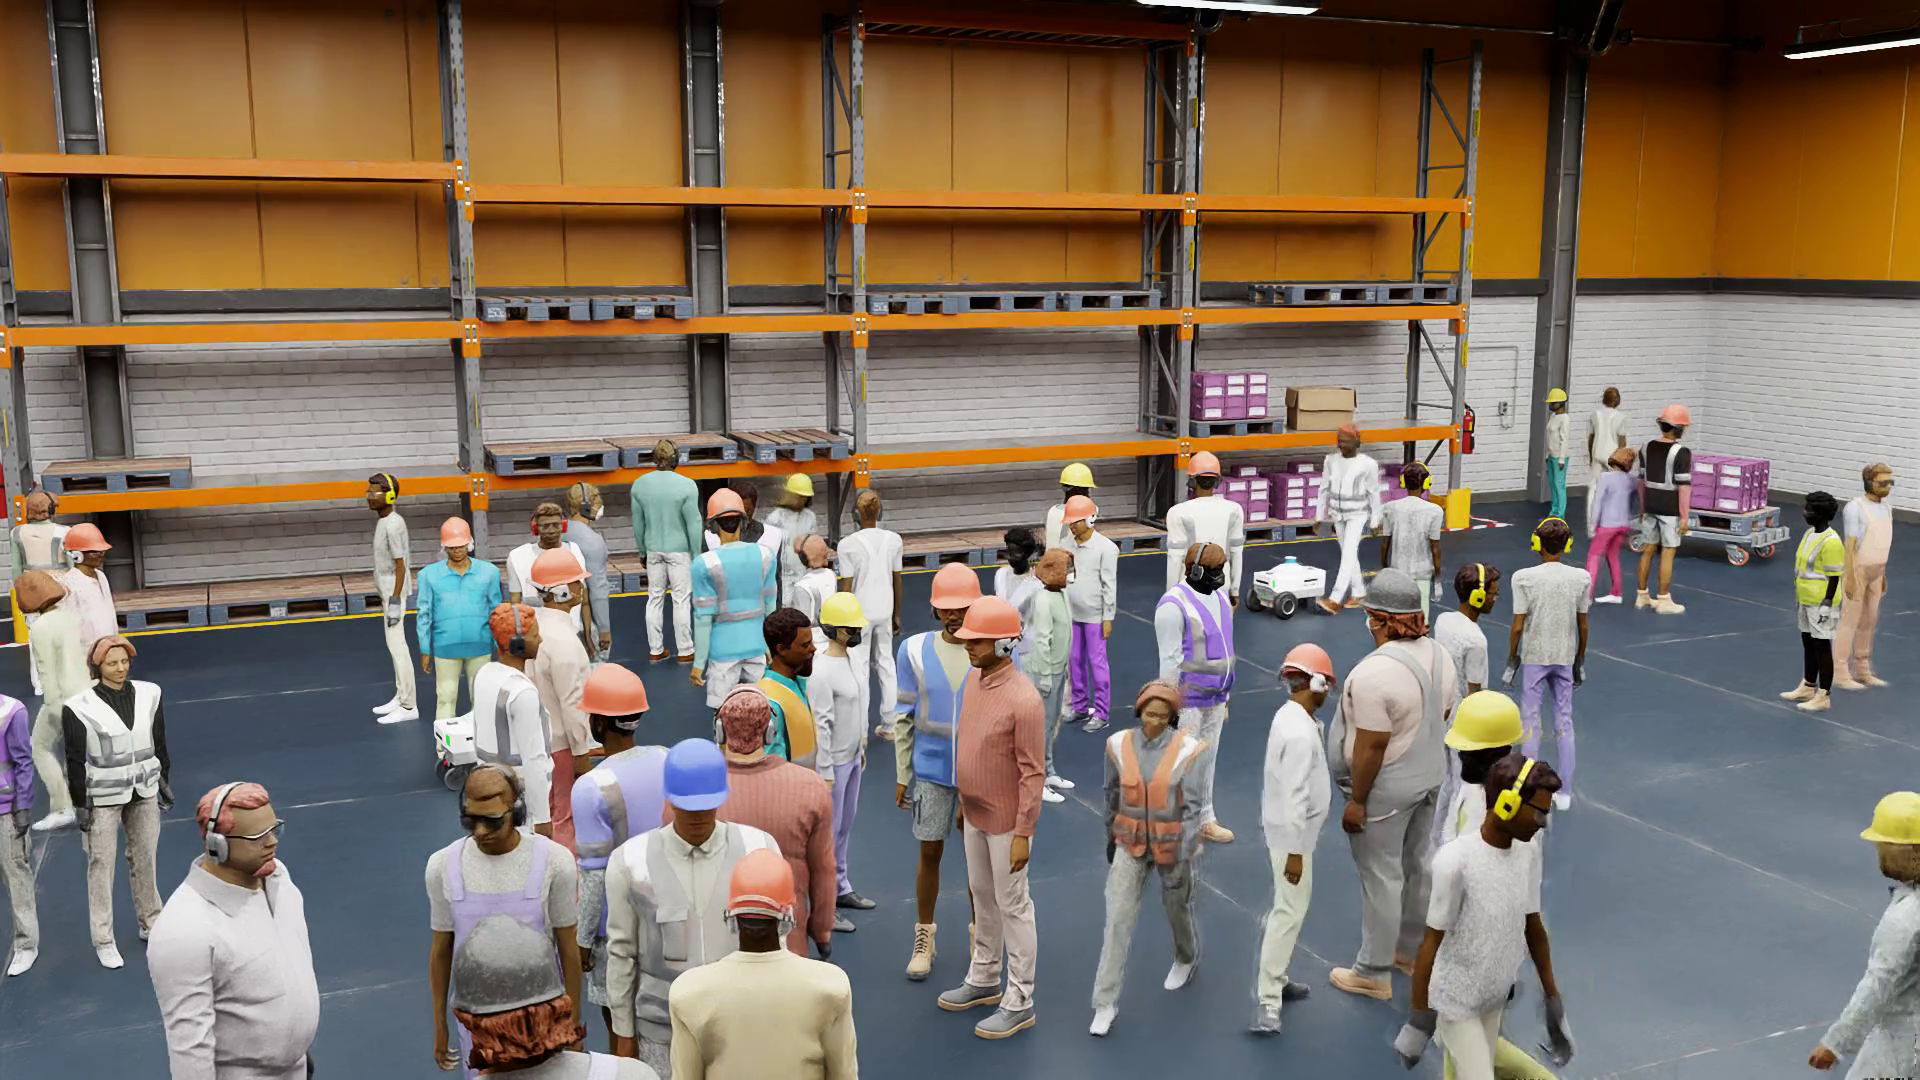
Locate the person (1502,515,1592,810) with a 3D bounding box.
[{"bbox_3d":[3.668,0.776,10.434,0.521,1.873,0.334,0,10,1],"label":"person"}]

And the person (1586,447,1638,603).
[{"bbox_3d":[6.429,-0.126,16.446,0.572,1.588,0.307,-4,11,-20],"label":"person"}]

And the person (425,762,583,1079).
[{"bbox_3d":[-1.537,1.628,5.643,0.516,1.835,0.361,0,10,-2],"label":"person"}]

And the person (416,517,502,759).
[{"bbox_3d":[-3.339,0.708,11.162,0.572,1.749,0.340,-4,11,-23],"label":"person"}]

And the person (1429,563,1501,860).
[{"bbox_3d":[2.721,1.033,9.017,0.340,1.855,0.525,-2,10,-9],"label":"person"}]

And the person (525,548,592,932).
[{"bbox_3d":[-2.050,1.028,8.618,0.376,1.997,0.612,-6,11,-30],"label":"person"}]

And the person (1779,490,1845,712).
[{"bbox_3d":[6.549,0.464,12.722,0.320,1.698,0.537,1,10,7],"label":"person"}]

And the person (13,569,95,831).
[{"bbox_3d":[-5.452,0.965,10.104,0.566,1.597,0.529,0,10,0],"label":"person"}]

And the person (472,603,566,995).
[{"bbox_3d":[-2.078,1.222,7.821,0.340,1.882,0.586,-8,13,-38],"label":"person"}]

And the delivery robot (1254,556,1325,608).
[{"bbox_3d":[3.193,0.402,16.106,0.707,0.478,0.477,-6,11,-31],"label":"delivery robot"}]

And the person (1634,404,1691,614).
[{"bbox_3d":[6.846,-0.300,16.143,0.385,2.042,0.610,-4,11,-23],"label":"person"}]

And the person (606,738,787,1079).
[{"bbox_3d":[-0.866,1.589,5.556,0.607,1.940,0.417,-3,10,-15],"label":"person"}]

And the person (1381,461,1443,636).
[{"bbox_3d":[3.588,0.303,13.203,0.509,1.860,0.333,7,12,36],"label":"person"}]

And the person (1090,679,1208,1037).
[{"bbox_3d":[0.898,1.399,7.651,0.506,1.596,0.828,4,11,21],"label":"person"}]

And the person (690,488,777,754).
[{"bbox_3d":[-1.432,0.689,10.457,0.605,2.036,0.393,-8,13,-39],"label":"person"}]

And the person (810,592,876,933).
[{"bbox_3d":[-0.609,1.136,8.662,0.314,1.767,0.534,3,10,17],"label":"person"}]

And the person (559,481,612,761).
[{"bbox_3d":[-2.593,0.557,11.498,0.357,1.938,0.638,-8,13,-39],"label":"person"}]

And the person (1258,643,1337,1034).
[{"bbox_3d":[1.539,1.352,7.605,0.323,1.703,0.763,2,10,13],"label":"person"}]

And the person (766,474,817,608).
[{"bbox_3d":[-1.325,0.314,13.522,0.504,1.707,0.650,-9,14,-43],"label":"person"}]

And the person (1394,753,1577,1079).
[{"bbox_3d":[1.798,1.627,5.640,0.565,1.837,0.527,-9,13,-43],"label":"person"}]

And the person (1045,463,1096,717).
[{"bbox_3d":[0.844,0.374,12.617,0.399,1.918,0.589,-3,10,-19],"label":"person"}]

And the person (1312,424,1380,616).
[{"bbox_3d":[3.705,-0.199,16.119,0.933,1.836,0.581,-8,13,-40],"label":"person"}]

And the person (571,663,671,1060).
[{"bbox_3d":[-1.313,1.430,6.471,0.358,1.938,0.542,6,11,29],"label":"person"}]

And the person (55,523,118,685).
[{"bbox_3d":[-5.661,0.756,10.877,0.327,1.753,0.562,-1,10,-4],"label":"person"}]

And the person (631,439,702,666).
[{"bbox_3d":[-2.464,0.108,14.088,0.630,1.940,0.372,3,10,17],"label":"person"}]

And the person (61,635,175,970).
[{"bbox_3d":[-4.154,1.272,8.237,0.307,1.641,0.514,6,12,32],"label":"person"}]

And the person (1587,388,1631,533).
[{"bbox_3d":[8.162,-1.008,20.883,0.527,1.802,0.932,10,14,44],"label":"person"}]

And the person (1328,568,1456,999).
[{"bbox_3d":[2.000,1.133,7.886,0.682,2.000,0.536,-9,13,-42],"label":"person"}]

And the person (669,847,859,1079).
[{"bbox_3d":[-0.580,1.776,5.007,0.559,1.752,0.326,-1,10,-6],"label":"person"}]

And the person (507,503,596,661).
[{"bbox_3d":[-2.747,0.654,11.204,0.564,1.847,0.396,-5,11,-28],"label":"person"}]

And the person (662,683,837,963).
[{"bbox_3d":[-0.793,1.478,6.285,0.652,1.906,0.409,-3,10,-14],"label":"person"}]

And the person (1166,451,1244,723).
[{"bbox_3d":[1.790,0.358,12.345,0.611,2.042,0.396,-3,10,-15],"label":"person"}]

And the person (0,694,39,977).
[{"bbox_3d":[-4.731,1.303,8.062,0.511,1.641,0.307,0,10,3],"label":"person"}]

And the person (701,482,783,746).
[{"bbox_3d":[-1.524,0.536,11.694,0.587,1.914,0.390,-3,10,-19],"label":"person"}]

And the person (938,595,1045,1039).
[{"bbox_3d":[0.153,1.226,7.478,0.379,1.996,0.609,-5,11,-28],"label":"person"}]

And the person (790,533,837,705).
[{"bbox_3d":[-0.977,0.763,11.179,0.307,1.637,0.513,3,10,19],"label":"person"}]

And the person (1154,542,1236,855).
[{"bbox_3d":[1.397,0.914,9.761,0.429,1.837,0.624,9,13,42],"label":"person"}]

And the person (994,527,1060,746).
[{"bbox_3d":[0.488,0.718,11.325,0.572,1.672,0.557,-8,13,-40],"label":"person"}]

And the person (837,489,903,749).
[{"bbox_3d":[-0.645,0.556,11.770,0.513,1.845,0.334,-6,12,-32],"label":"person"}]

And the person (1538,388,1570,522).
[{"bbox_3d":[7.658,-1.068,21.392,0.338,1.761,0.524,0,10,0],"label":"person"}]

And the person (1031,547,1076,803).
[{"bbox_3d":[0.599,0.849,10.691,0.266,1.631,0.507,3,10,17],"label":"person"}]

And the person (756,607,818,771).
[{"bbox_3d":[-0.805,1.247,7.584,0.392,1.920,0.589,0,10,-1],"label":"person"}]

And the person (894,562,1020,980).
[{"bbox_3d":[-0.017,1.113,7.989,0.605,2.045,0.378,1,10,3],"label":"person"}]

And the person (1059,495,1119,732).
[{"bbox_3d":[0.905,0.529,12.247,0.354,1.737,0.573,-9,13,-43],"label":"person"}]

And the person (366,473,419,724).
[{"bbox_3d":[-4.259,0.430,12.418,0.313,1.874,0.539,-4,11,-23],"label":"person"}]

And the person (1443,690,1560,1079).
[{"bbox_3d":[2.060,1.480,6.306,0.601,1.904,0.632,0,10,2],"label":"person"}]

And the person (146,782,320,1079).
[{"bbox_3d":[-2.191,1.671,5.173,0.401,1.906,0.649,1,10,5],"label":"person"}]

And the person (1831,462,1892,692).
[{"bbox_3d":[7.244,0.288,13.319,0.509,1.845,0.340,-5,11,-26],"label":"person"}]

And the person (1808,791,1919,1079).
[{"bbox_3d":[3.118,1.680,5.630,0.421,1.719,0.506,8,12,37],"label":"person"}]

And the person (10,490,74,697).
[{"bbox_3d":[-7.177,0.428,13.106,0.523,1.638,0.311,0,10,-3],"label":"person"}]

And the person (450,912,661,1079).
[{"bbox_3d":[-1.016,1.831,3.866,0.690,2.000,0.538,-7,12,-36],"label":"person"}]
